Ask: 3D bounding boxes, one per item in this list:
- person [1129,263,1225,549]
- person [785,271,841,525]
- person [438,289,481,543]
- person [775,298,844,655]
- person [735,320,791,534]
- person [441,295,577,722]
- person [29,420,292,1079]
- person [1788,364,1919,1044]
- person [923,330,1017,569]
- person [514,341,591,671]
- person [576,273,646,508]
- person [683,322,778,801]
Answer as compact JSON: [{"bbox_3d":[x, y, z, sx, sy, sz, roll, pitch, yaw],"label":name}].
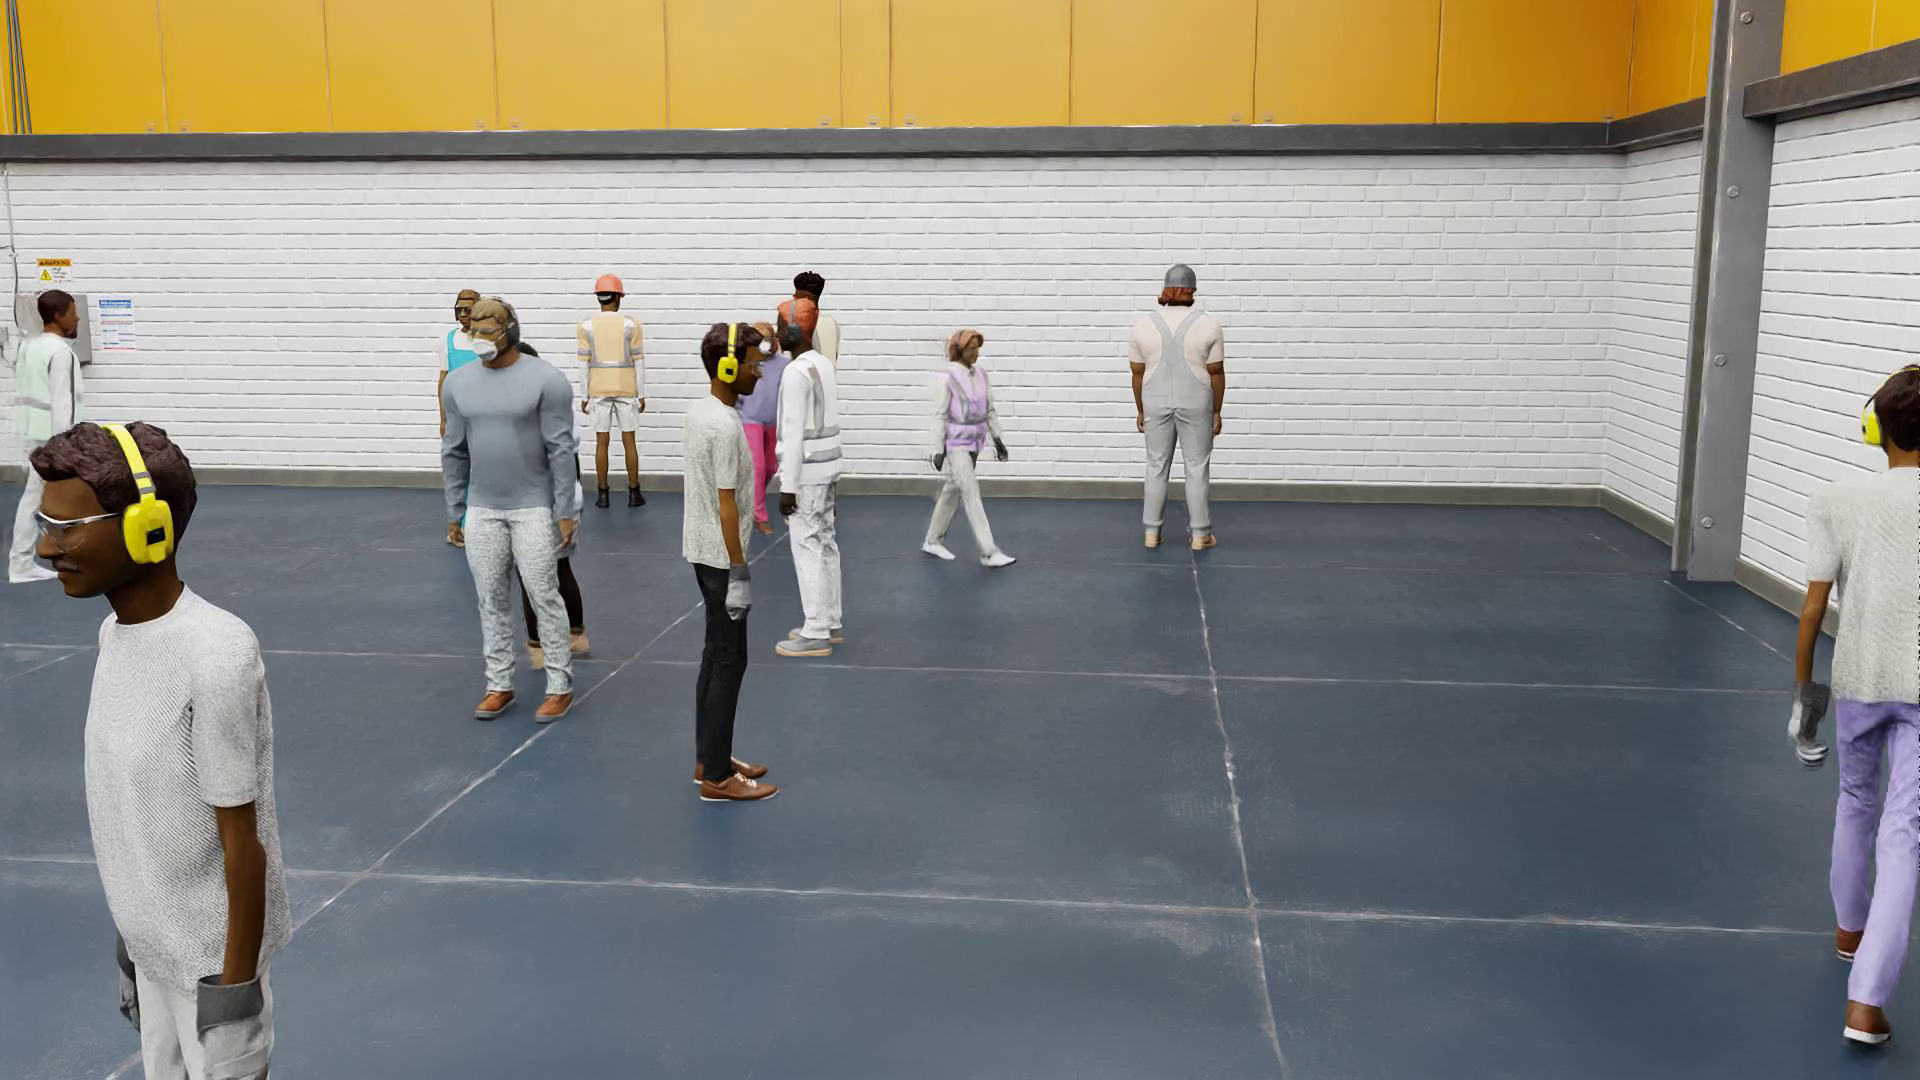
[{"bbox_3d":[1.566,-0.955,11.881,0.683,2.000,0.538,3,10,19],"label":"person"},{"bbox_3d":[-1.144,-1.086,12.841,0.367,1.966,0.605,4,11,22],"label":"person"},{"bbox_3d":[-3.526,-0.889,12.064,0.508,1.846,0.345,-1,10,-3],"label":"person"},{"bbox_3d":[-0.802,-0.331,8.788,0.358,1.877,0.591,2,10,11],"label":"person"},{"bbox_3d":[-1.544,-0.883,12.722,0.498,1.605,0.726,-6,11,-29],"label":"person"},{"bbox_3d":[-2.032,-0.136,7.527,0.639,1.926,0.367,2,10,11],"label":"person"},{"bbox_3d":[-1.298,0.726,2.789,0.510,1.861,0.324,9,13,42],"label":"person"},{"bbox_3d":[2.613,0.431,4.635,0.527,1.810,0.998,7,12,35],"label":"person"},{"bbox_3d":[0.050,-0.615,11.202,0.855,1.593,0.525,7,12,35],"label":"person"},{"bbox_3d":[-2.124,-0.168,8.434,0.359,1.677,0.575,6,12,31],"label":"person"},{"bbox_3d":[-2.867,-1.224,13.736,0.542,1.930,0.375,-1,10,-7],"label":"person"},{"bbox_3d":[-0.898,0.091,6.434,0.333,1.857,0.528,-4,11,-20],"label":"person"}]
